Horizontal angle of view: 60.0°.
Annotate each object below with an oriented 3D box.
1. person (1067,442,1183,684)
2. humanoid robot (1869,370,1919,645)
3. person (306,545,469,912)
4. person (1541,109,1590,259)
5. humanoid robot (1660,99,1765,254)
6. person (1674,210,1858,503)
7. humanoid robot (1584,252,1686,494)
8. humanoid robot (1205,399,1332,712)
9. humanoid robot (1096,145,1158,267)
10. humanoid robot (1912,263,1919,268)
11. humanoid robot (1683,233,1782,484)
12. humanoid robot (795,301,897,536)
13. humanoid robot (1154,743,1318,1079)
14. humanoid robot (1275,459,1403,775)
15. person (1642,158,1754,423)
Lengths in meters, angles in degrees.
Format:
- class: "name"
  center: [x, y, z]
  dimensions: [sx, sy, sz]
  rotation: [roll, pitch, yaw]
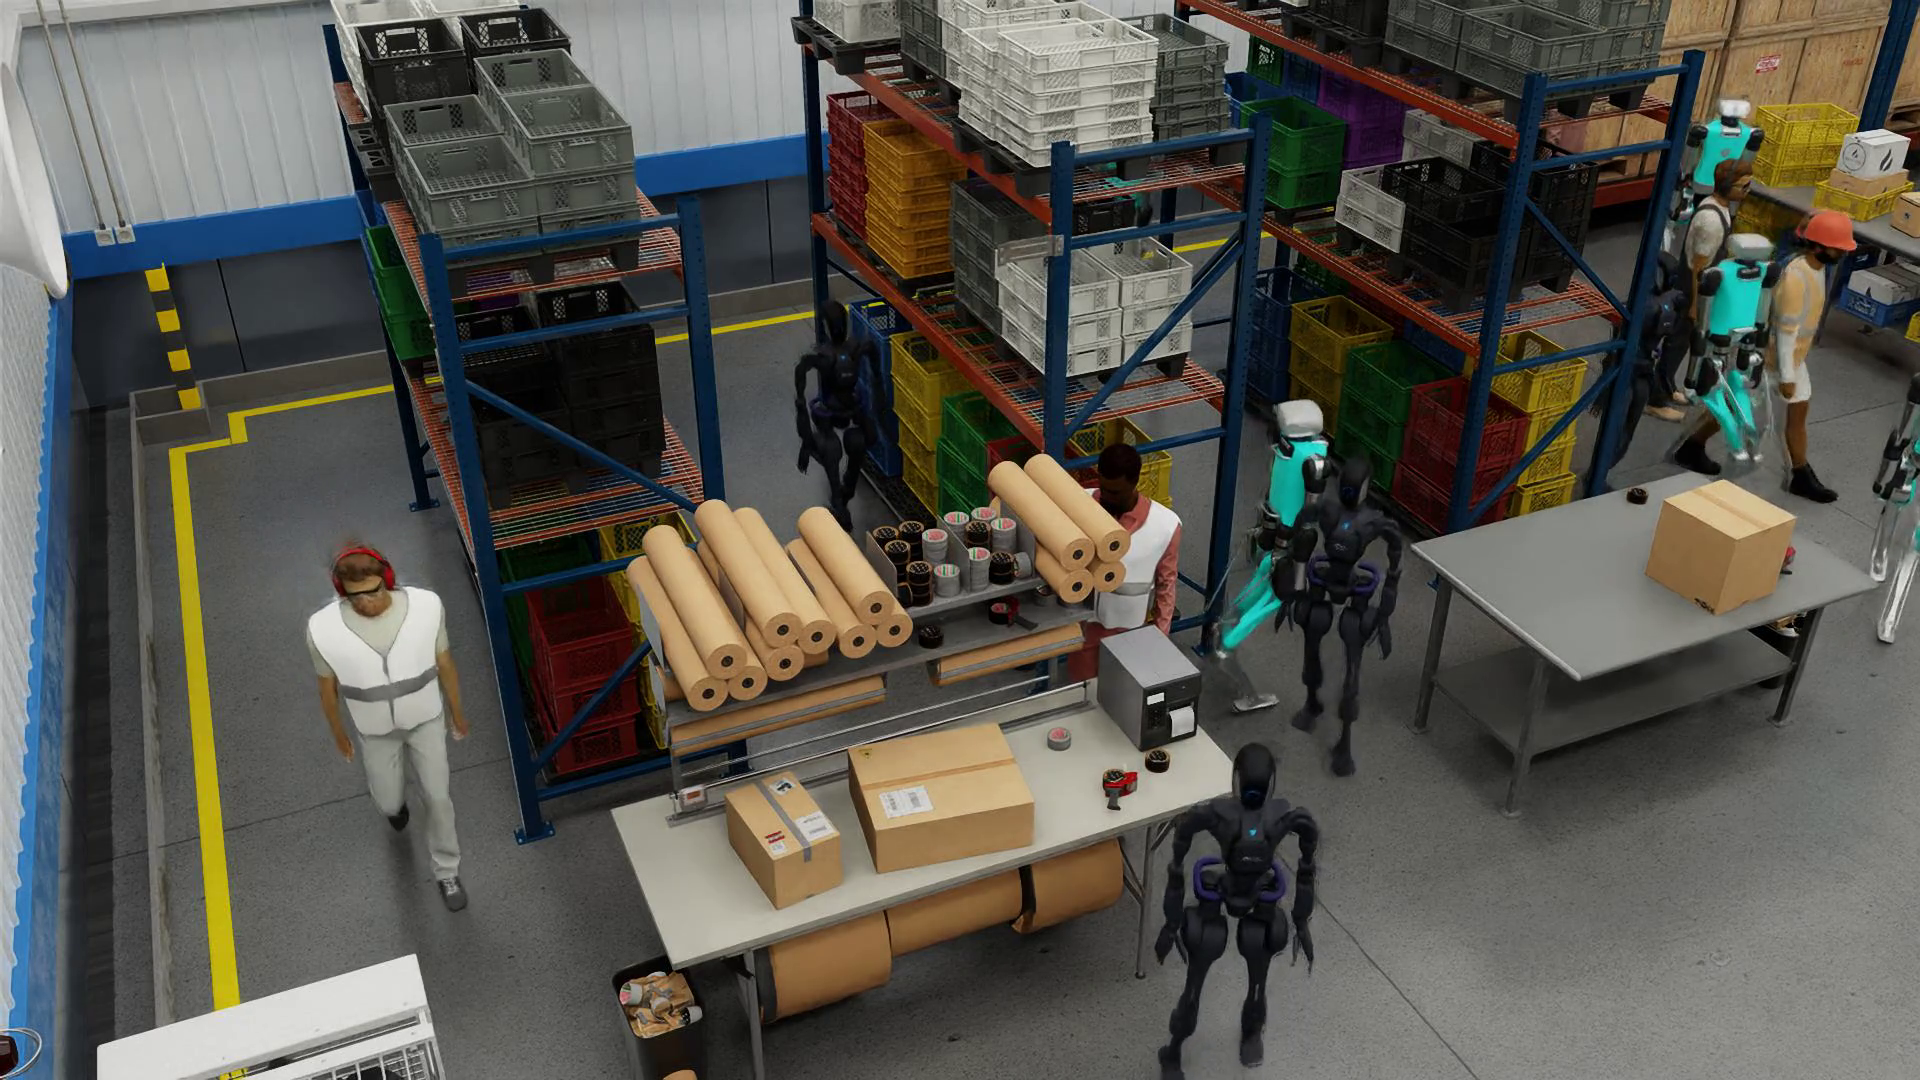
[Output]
- class: "person"
  center: [0.708, 0.377, 7.791]
  dimensions: [0.587, 1.913, 0.392]
  rotation: [10, 33, 16]
- class: "humanoid robot"
  center: [5.346, -0.357, 9.194]
  dimensions: [0.546, 1.773, 1.035]
  rotation: [14, 34, 22]
- class: "person"
  center: [-2.462, 0.758, 7.260]
  dimensions: [0.563, 1.821, 0.657]
  rotation: [-14, 34, -22]
- class: "person"
  center: [4.912, -3.069, 13.533]
  dimensions: [0.521, 1.762, 0.335]
  rotation: [-26, 40, -35]
- class: "humanoid robot"
  center: [5.646, -2.570, 12.724]
  dimensions: [0.552, 1.734, 0.971]
  rotation: [4, 32, 6]
- class: "person"
  center: [5.099, -1.162, 10.321]
  dimensions: [1.001, 1.882, 0.554]
  rotation: [27, 40, 36]
- class: "humanoid robot"
  center: [4.162, -0.993, 10.243]
  dimensions: [0.609, 1.653, 0.394]
  rotation: [-15, 35, -23]
- class: "humanoid robot"
  center: [1.448, 0.175, 8.338]
  dimensions: [0.663, 1.848, 0.552]
  rotation: [-6, 32, -9]
- class: "humanoid robot"
  center: [0.948, -2.061, 11.978]
  dimensions: [0.854, 1.834, 0.532]
  rotation: [-23, 38, -33]
- class: "humanoid robot"
  center: [7.442, -2.526, 12.746]
  dimensions: [0.595, 1.628, 0.676]
  rotation: [-21, 38, -31]
- class: "humanoid robot"
  center: [4.725, -0.905, 10.042]
  dimensions: [0.534, 1.763, 0.799]
  rotation: [-8, 33, -13]
- class: "humanoid robot"
  center: [-0.669, -0.648, 9.731]
  dimensions: [0.611, 1.628, 0.783]
  rotation: [-14, 34, -21]
- class: "humanoid robot"
  center: [1.058, 1.419, 6.344]
  dimensions: [0.610, 1.639, 0.429]
  rotation: [0, 32, 0]
- class: "humanoid robot"
  center: [1.840, 0.327, 8.111]
  dimensions: [0.589, 1.638, 0.568]
  rotation: [12, 34, 18]
- class: "person"
  center: [4.972, -1.685, 11.218]
  dimensions: [0.339, 1.836, 0.500]
  rotation: [15, 35, 23]
